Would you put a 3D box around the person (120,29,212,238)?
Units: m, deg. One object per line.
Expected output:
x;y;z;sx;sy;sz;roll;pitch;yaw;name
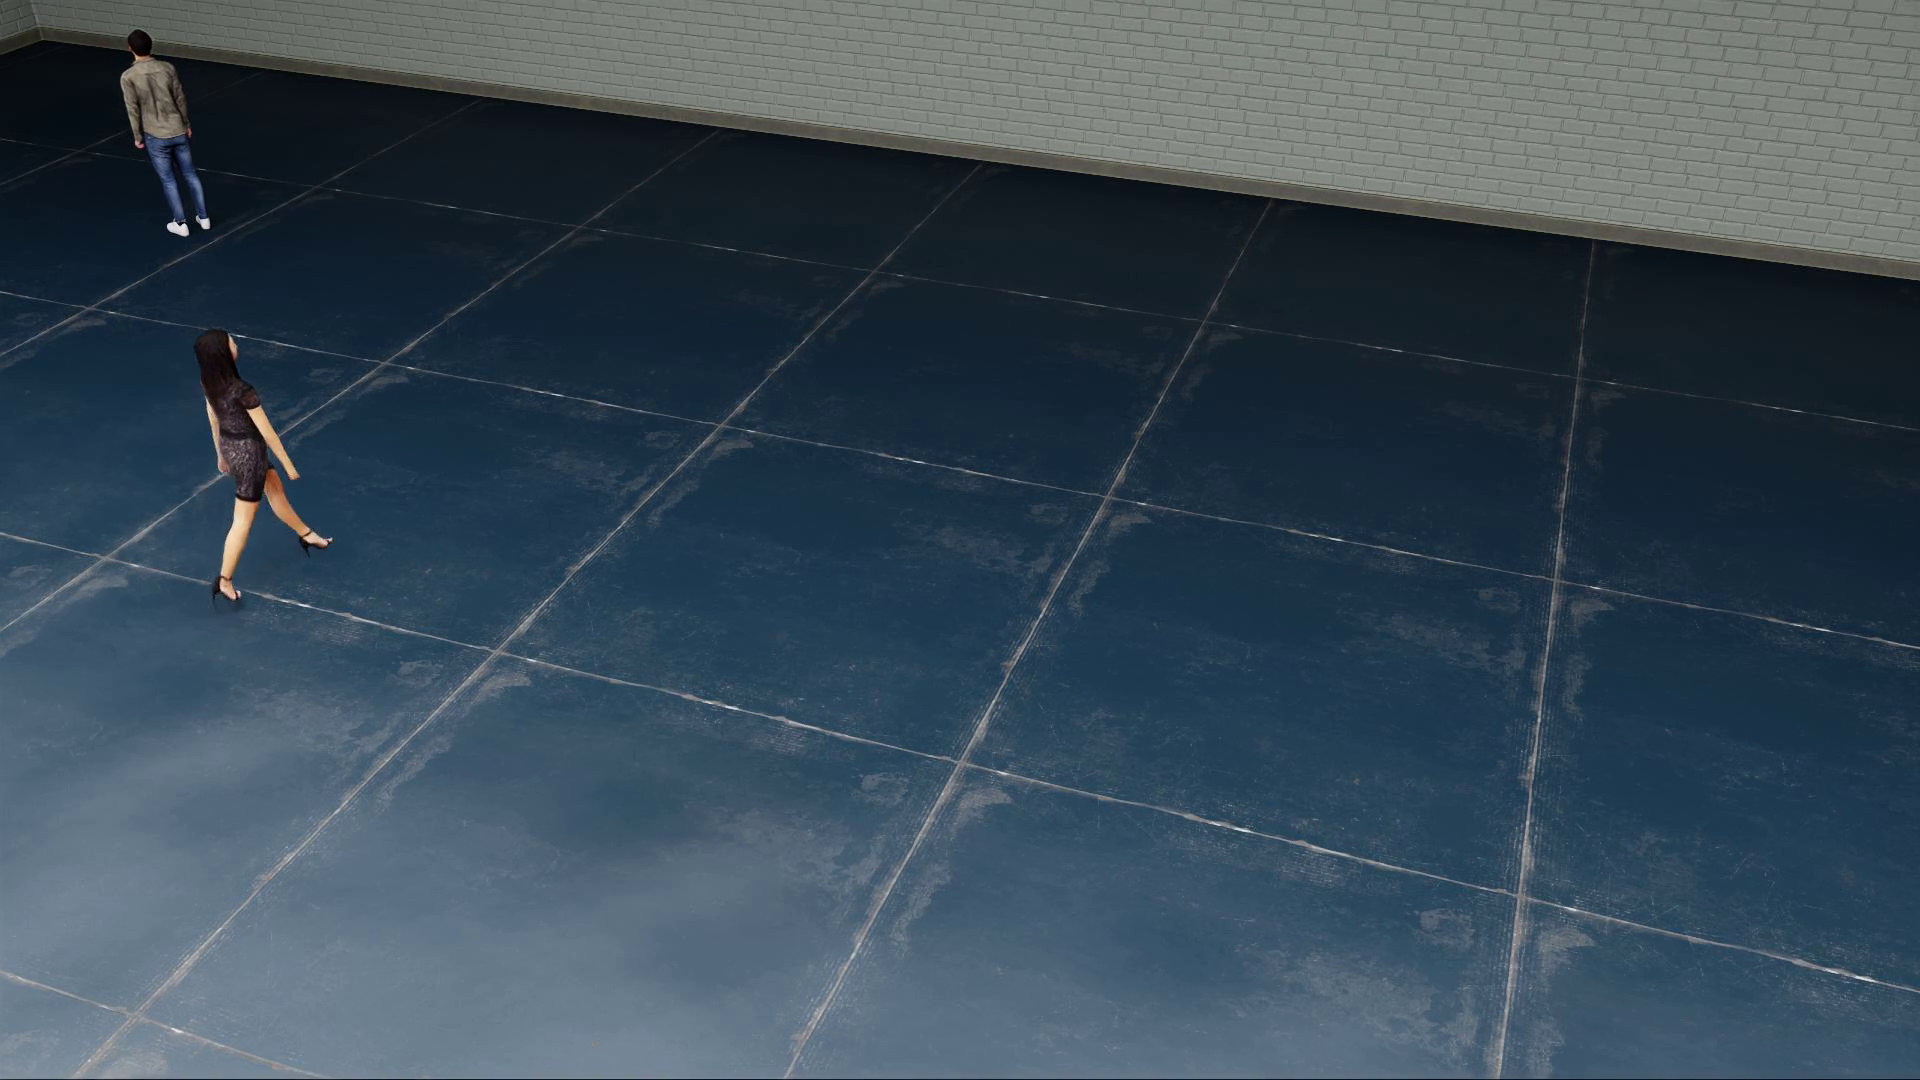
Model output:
-7.207;-3.684;15.088;0.845;1.864;0.696;28;43;36;person

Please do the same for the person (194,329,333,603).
-4.421;-0.404;10.157;0.798;1.742;1.193;19;38;27;person
